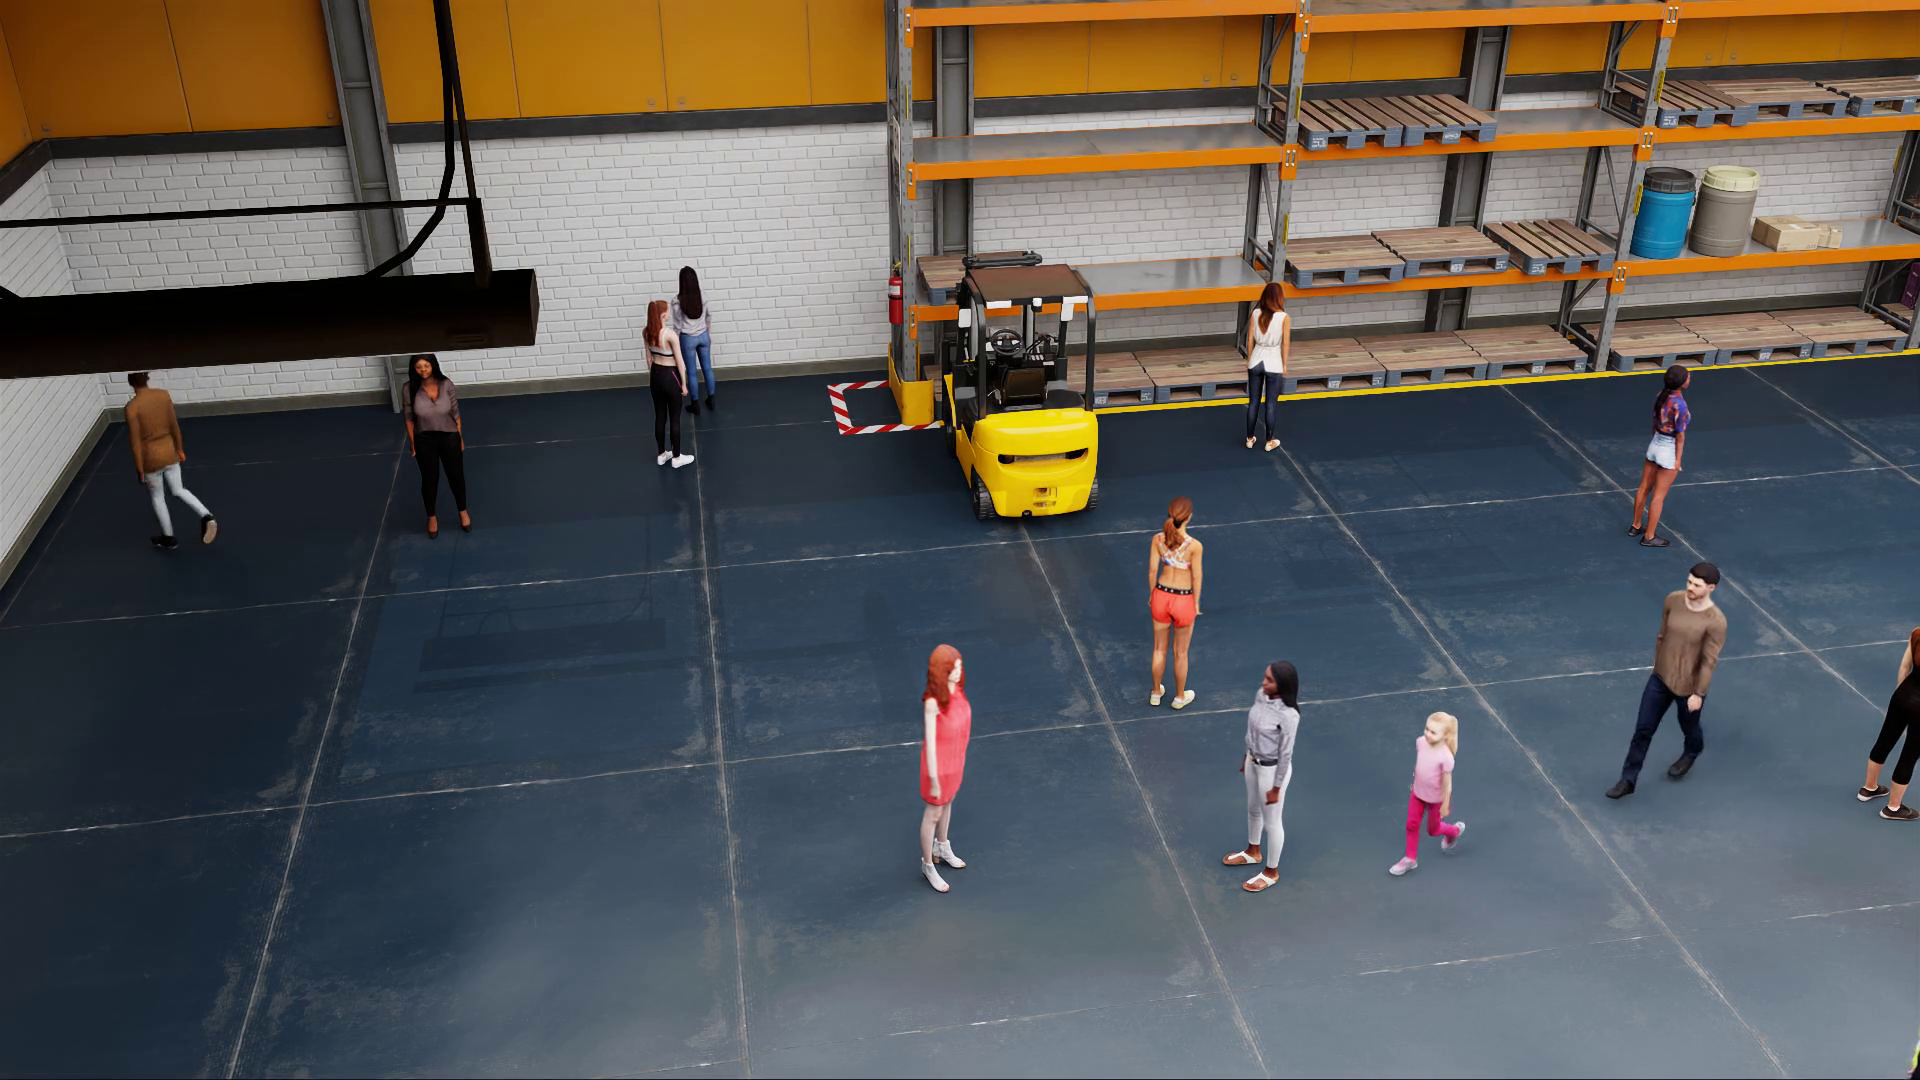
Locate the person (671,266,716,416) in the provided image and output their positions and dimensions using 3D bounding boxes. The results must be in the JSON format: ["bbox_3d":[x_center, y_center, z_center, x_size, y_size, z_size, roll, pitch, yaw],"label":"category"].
[{"bbox_3d":[-2.827,-2.137,17.749,0.604,1.633,0.736,-20,34,-32],"label":"person"}]

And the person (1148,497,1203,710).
[{"bbox_3d":[1.639,0.488,12.773,0.646,1.791,0.724,14,31,23],"label":"person"}]

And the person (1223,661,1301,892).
[{"bbox_3d":[2.023,1.522,10.947,0.570,1.725,0.623,-9,30,-17],"label":"person"}]

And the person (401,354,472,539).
[{"bbox_3d":[-4.803,-0.899,15.263,0.622,1.841,0.771,-12,31,-21],"label":"person"}]

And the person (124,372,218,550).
[{"bbox_3d":[-7.137,-0.714,14.972,1.116,1.795,1.001,13,31,22],"label":"person"}]

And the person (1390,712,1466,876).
[{"bbox_3d":[3.187,1.677,11.151,0.871,1.256,0.674,-16,32,-26],"label":"person"}]

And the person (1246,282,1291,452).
[{"bbox_3d":[3.105,-1.759,16.899,0.641,1.785,0.724,14,32,24],"label":"person"}]

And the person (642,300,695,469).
[{"bbox_3d":[-2.942,-1.566,16.589,0.639,1.742,0.718,15,32,26],"label":"person"}]

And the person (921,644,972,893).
[{"bbox_3d":[-0.110,1.472,10.931,0.704,1.826,0.672,13,31,23],"label":"person"}]

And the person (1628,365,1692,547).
[{"bbox_3d":[6.403,-0.783,15.154,0.514,1.742,0.588,-6,29,-11],"label":"person"}]

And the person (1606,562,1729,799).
[{"bbox_3d":[5.172,0.979,11.814,1.259,1.846,0.994,-18,33,-30],"label":"person"}]

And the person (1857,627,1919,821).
[{"bbox_3d":[6.666,1.156,11.616,0.518,1.726,0.578,-7,29,-12],"label":"person"}]
